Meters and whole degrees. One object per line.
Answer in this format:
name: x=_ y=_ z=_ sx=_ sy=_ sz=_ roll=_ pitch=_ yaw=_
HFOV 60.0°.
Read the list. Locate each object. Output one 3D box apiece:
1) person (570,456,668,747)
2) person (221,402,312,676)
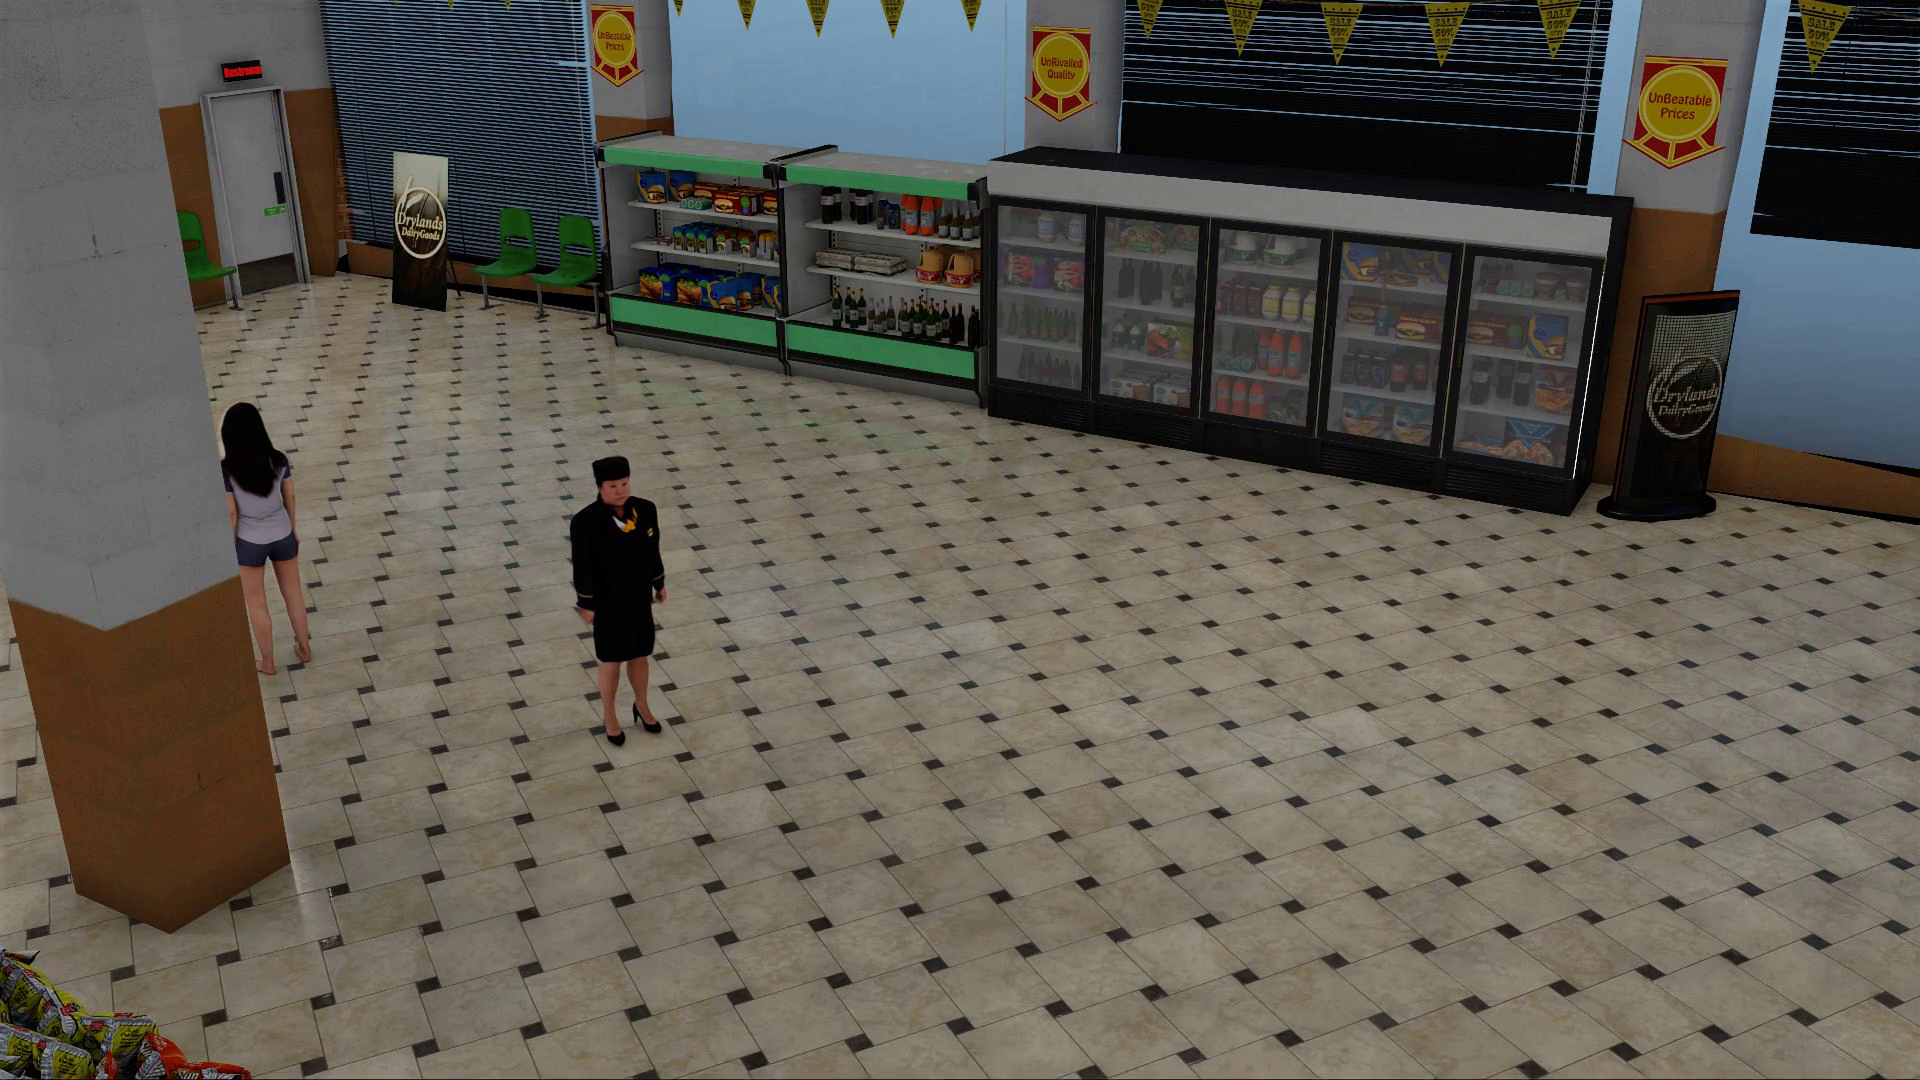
person: x=-1.878 y=0.327 z=9.256 sx=0.791 sy=1.671 sz=0.770 roll=-16 pitch=27 yaw=-34
person: x=-4.218 y=-0.014 z=10.057 sx=0.610 sy=1.707 sz=0.644 roll=20 pitch=29 yaw=40
